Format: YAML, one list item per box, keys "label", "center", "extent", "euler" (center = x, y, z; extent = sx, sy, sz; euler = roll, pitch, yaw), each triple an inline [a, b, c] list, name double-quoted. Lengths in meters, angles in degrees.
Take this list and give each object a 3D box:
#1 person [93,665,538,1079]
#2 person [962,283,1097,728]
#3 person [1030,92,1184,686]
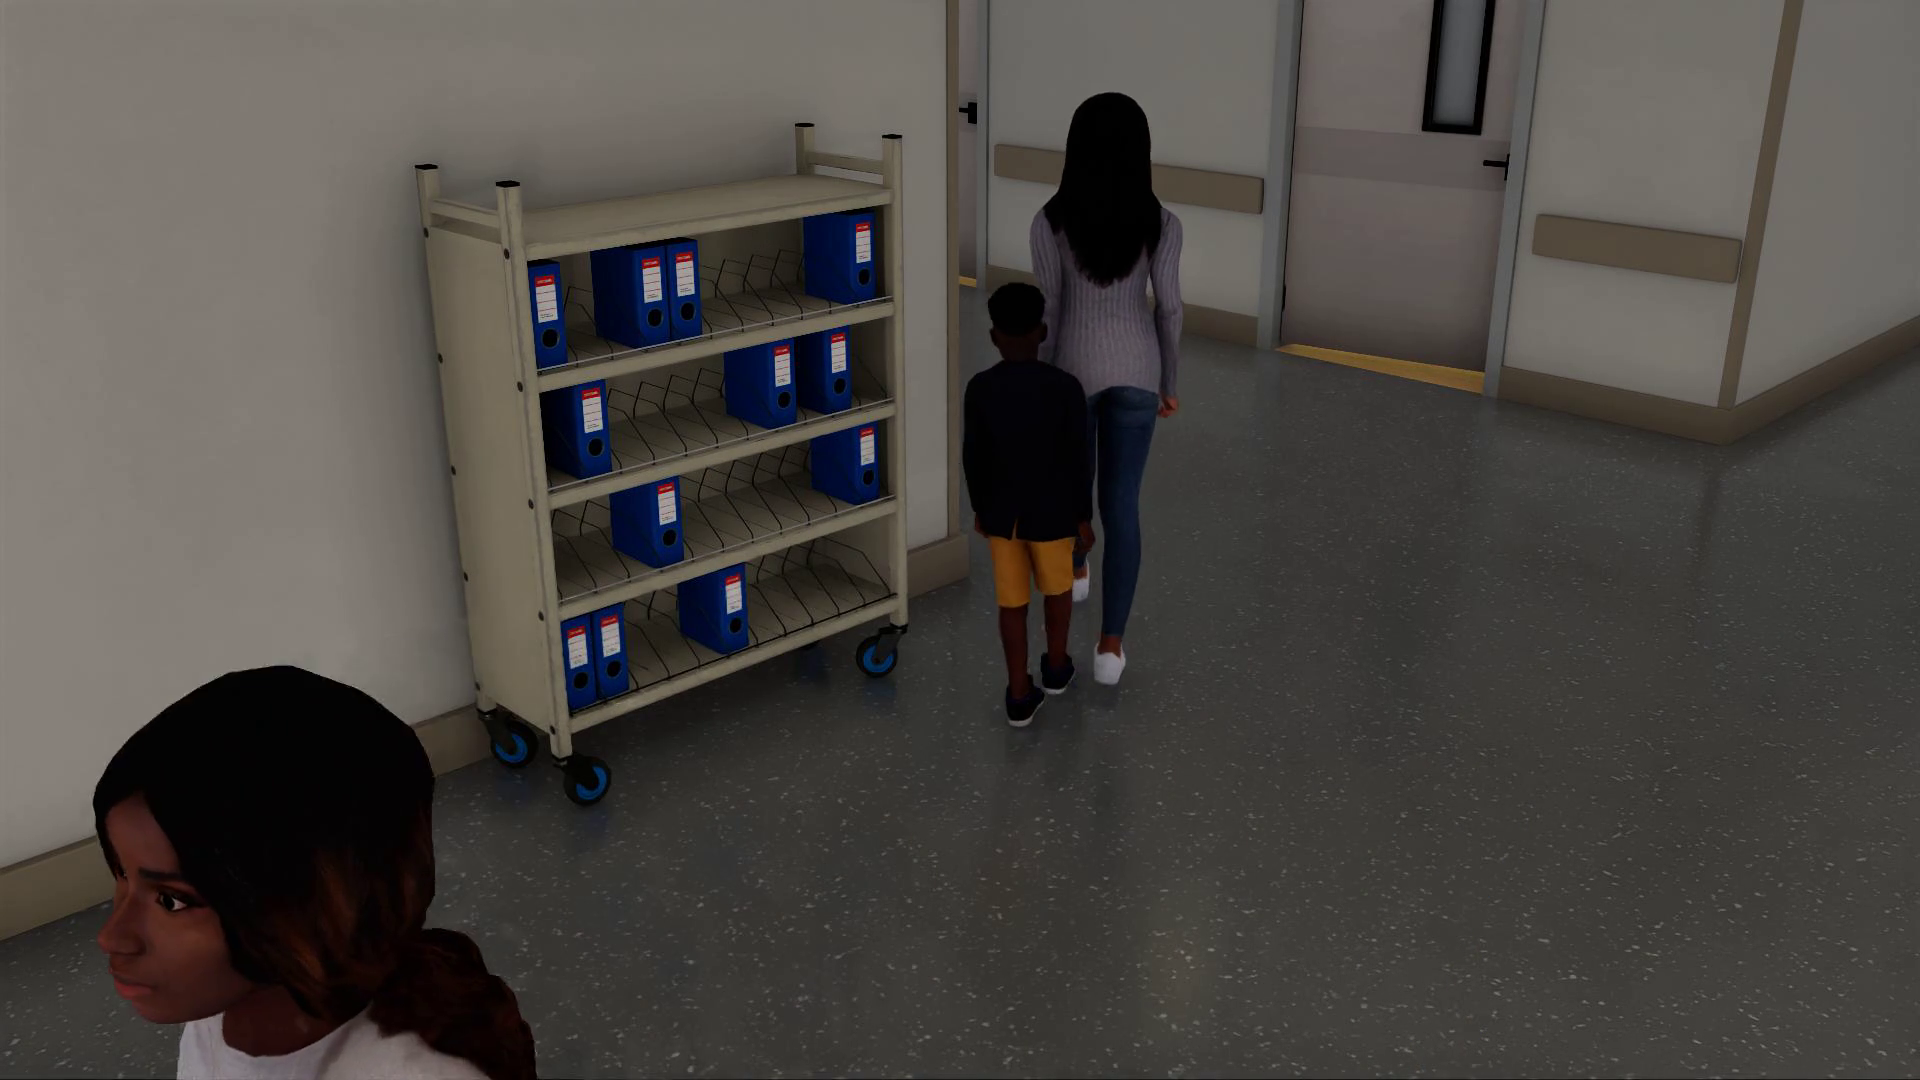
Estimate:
- label: "person"
  center: [-0.409, 0.889, 1.510]
  extent: [0.591, 1.695, 1.051]
  euler: [19, 28, 41]
- label: "person"
  center: [0.179, -0.067, 4.670]
  extent: [0.703, 1.245, 0.768]
  euler: [5, 21, 14]
- label: "person"
  center: [0.429, -0.395, 4.923]
  extent: [1.128, 1.679, 1.215]
  euler: [1, 21, 3]
